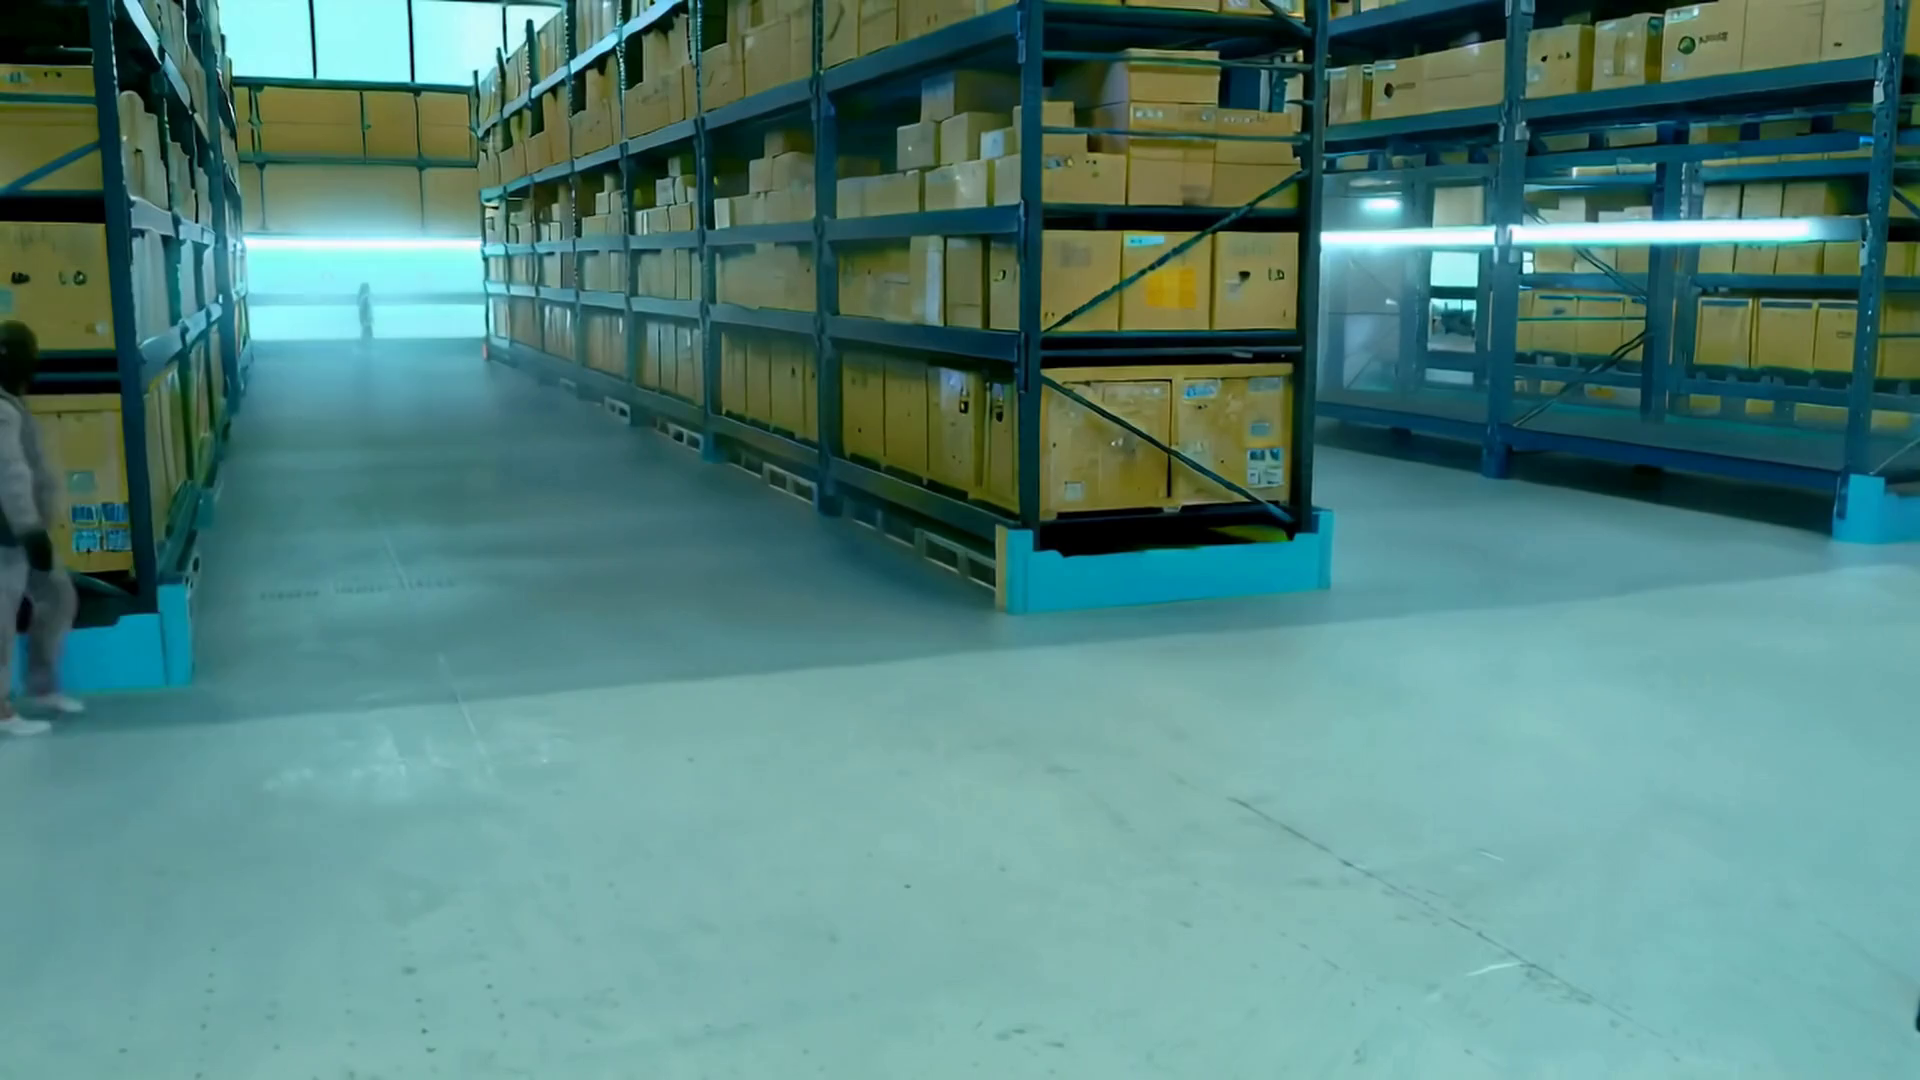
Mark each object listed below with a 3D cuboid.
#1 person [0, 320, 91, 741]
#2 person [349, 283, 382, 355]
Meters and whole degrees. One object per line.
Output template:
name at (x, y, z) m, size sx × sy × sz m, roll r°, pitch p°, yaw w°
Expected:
person at (-4.057, -0.032, 7.211) m, size 0.584 × 1.823 × 0.640 m, roll -4°, pitch 10°, yaw -23°
person at (-13.301, -4.919, 37.098) m, size 0.685 × 1.619 × 0.521 m, roll -7°, pitch 12°, yaw -35°
